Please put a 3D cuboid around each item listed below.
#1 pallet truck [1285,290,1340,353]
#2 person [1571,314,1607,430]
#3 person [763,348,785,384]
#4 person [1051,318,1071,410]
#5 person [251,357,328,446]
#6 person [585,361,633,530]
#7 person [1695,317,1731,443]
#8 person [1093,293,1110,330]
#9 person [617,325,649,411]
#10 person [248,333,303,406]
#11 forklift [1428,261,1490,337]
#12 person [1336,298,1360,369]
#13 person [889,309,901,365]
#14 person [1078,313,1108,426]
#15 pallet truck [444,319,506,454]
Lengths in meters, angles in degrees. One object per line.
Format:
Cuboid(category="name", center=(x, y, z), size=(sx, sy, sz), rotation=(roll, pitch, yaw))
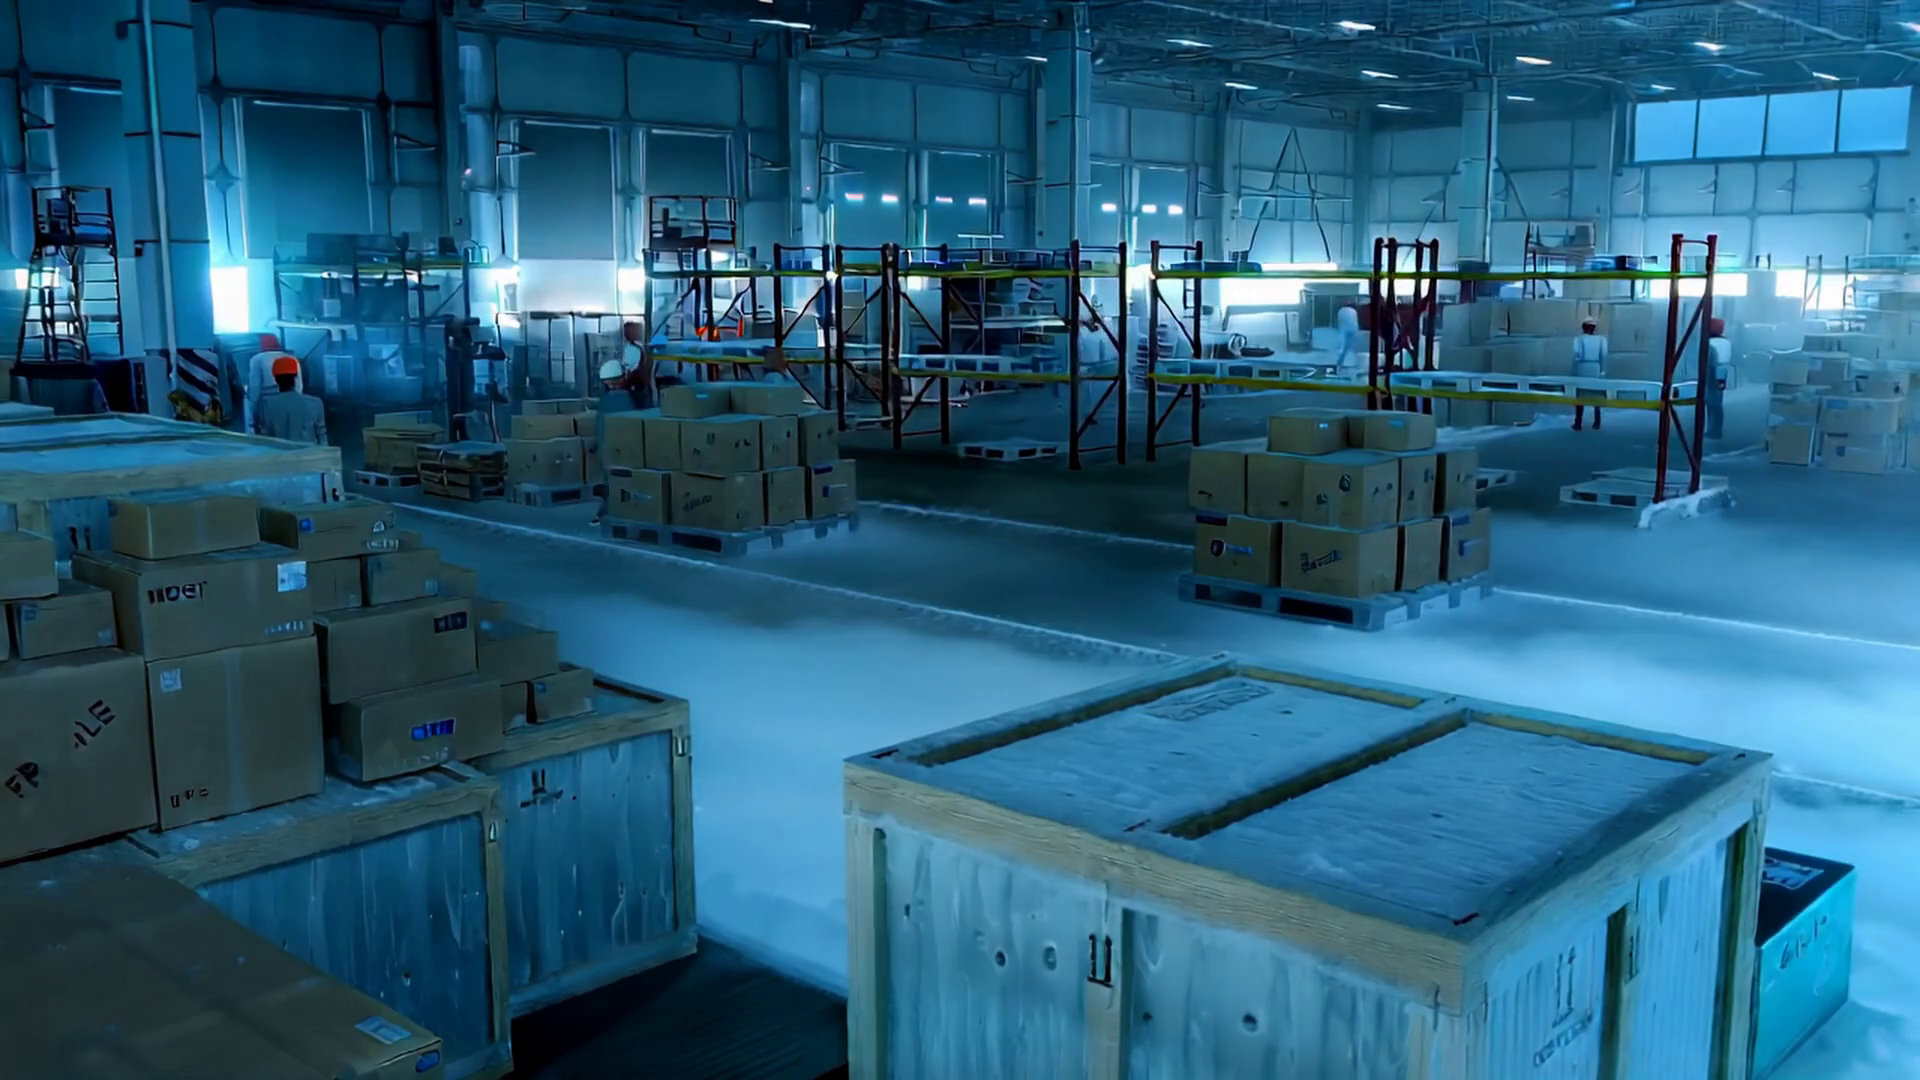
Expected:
Cuboid(category="pallet truck", center=(11.297, -6.951, 52.861), size=(1.885, 1.965, 0.823), rotation=(-5, 11, -29))
Cuboid(category="person", center=(10.306, -2.727, 27.236), size=(0.550, 1.921, 0.671), rotation=(0, 9, 1))
Cuboid(category="person", center=(-2.270, -1.504, 20.384), size=(0.317, 1.695, 0.540), rotation=(1, 9, 5))
Cuboid(category="person", center=(1.962, -3.328, 31.450), size=(0.485, 1.738, 0.321), rotation=(2, 9, 10))
Cuboid(category="person", center=(-5.701, -0.602, 14.194), size=(0.598, 1.913, 0.397), rotation=(-3, 10, -18))
Cuboid(category="person", center=(-3.520, -1.003, 17.204), size=(0.532, 1.725, 0.875), rotation=(8, 12, 41))
Cuboid(category="person", center=(11.566, -2.443, 25.463), size=(0.591, 1.920, 0.392), rotation=(-9, 13, -43))
Cuboid(category="person", center=(4.338, -6.636, 51.151), size=(0.544, 1.929, 0.388), rotation=(-1, 9, -8))
Cuboid(category="person", center=(-5.076, -2.426, 25.743), size=(0.970, 1.794, 0.511), rotation=(2, 9, 13))
Cuboid(category="person", center=(-8.772, -1.736, 21.364), size=(0.633, 1.843, 0.429), rotation=(-4, 10, -24))
Cuboid(category="forklift", center=(11.914, -5.091, 38.758), size=(1.873, 2.768, 1.129), rotation=(9, 13, 43))
Cuboid(category="person", center=(10.288, -5.482, 44.186), size=(1.003, 1.901, 0.647), rotation=(-8, 12, -40))
Cuboid(category="person", center=(-1.693, -5.243, 43.515), size=(0.315, 1.634, 0.516), rotation=(3, 10, 19))
Cuboid(category="person", center=(2.202, -2.877, 28.101), size=(0.653, 1.926, 0.432), rotation=(-4, 10, -22))
Cuboid(category="pallet truck", center=(-6.981, -1.942, 22.150), size=(1.885, 1.965, 0.823), rotation=(1, 9, 9))
